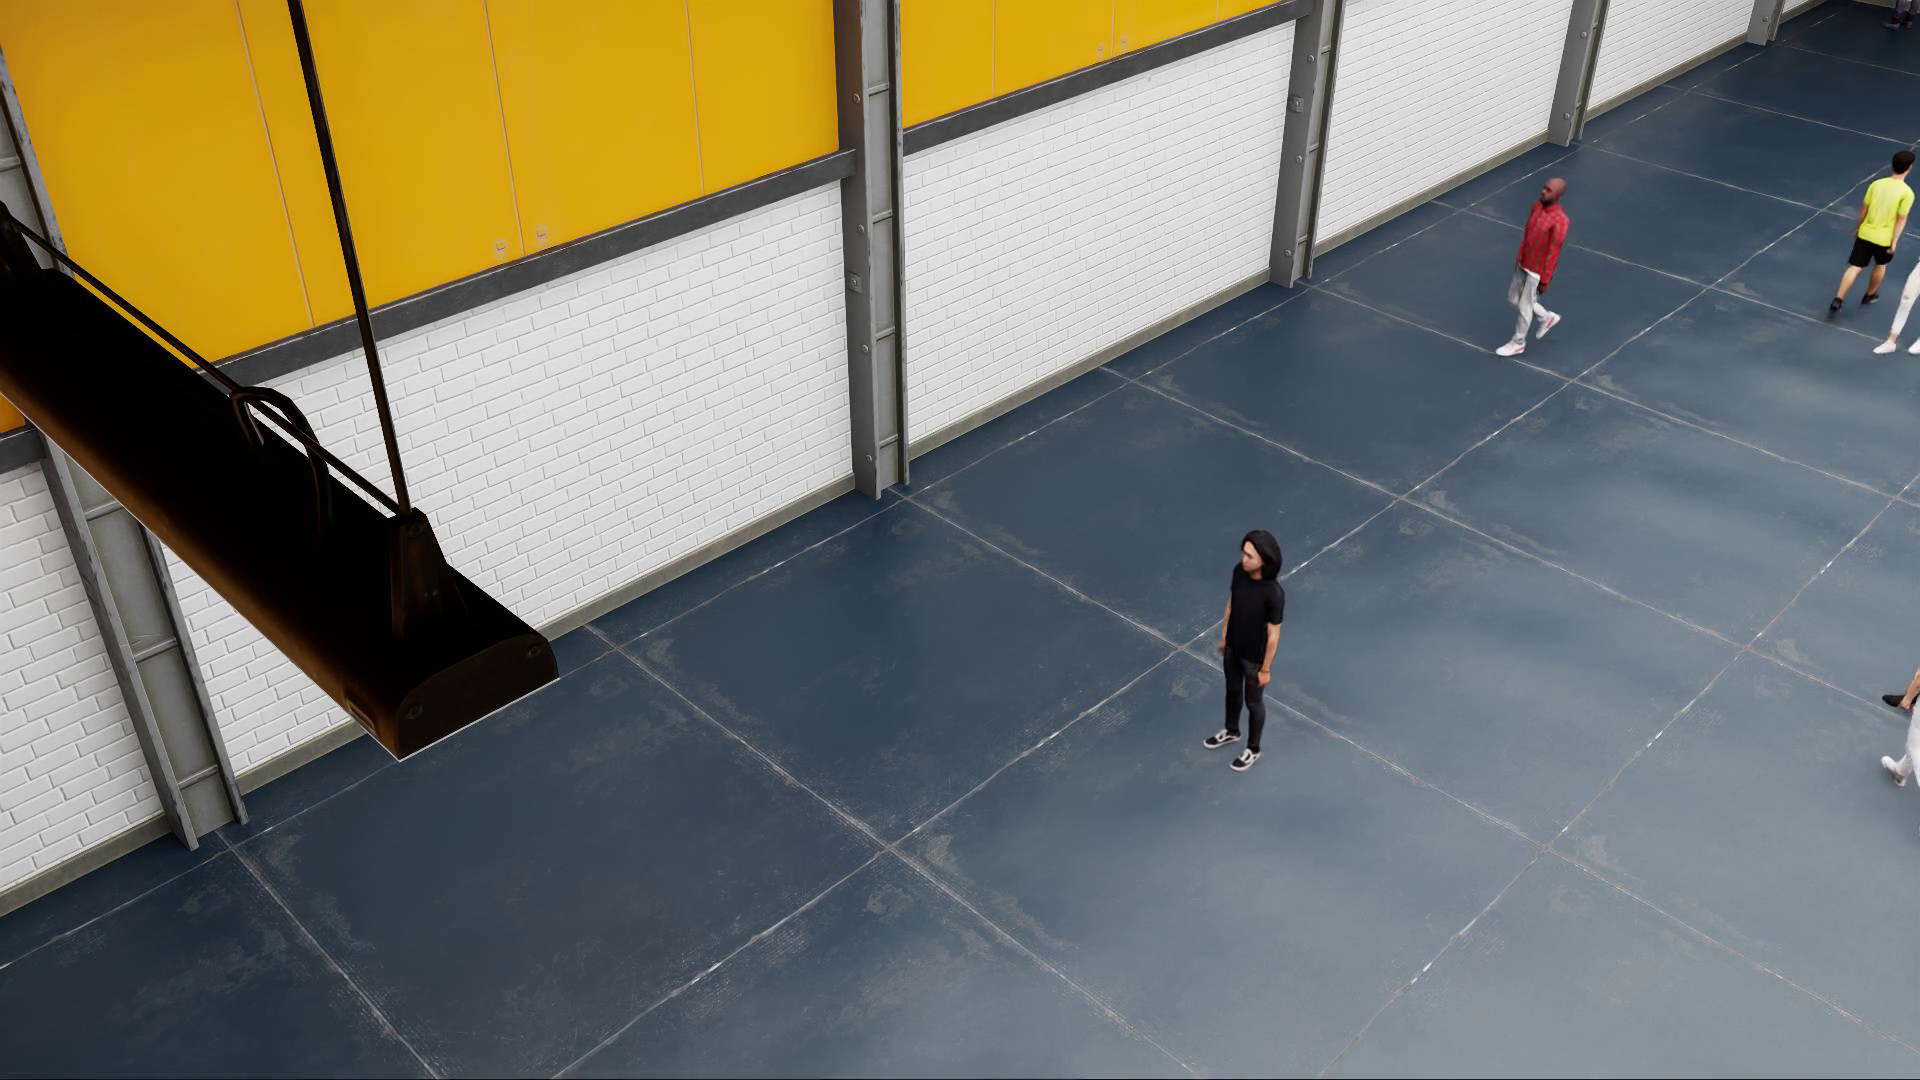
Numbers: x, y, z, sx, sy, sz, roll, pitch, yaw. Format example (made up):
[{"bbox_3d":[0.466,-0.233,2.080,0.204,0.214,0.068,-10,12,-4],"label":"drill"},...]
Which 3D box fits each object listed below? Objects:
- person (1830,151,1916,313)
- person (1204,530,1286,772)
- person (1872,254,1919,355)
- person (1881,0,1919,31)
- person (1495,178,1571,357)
[{"bbox_3d":[9.241,-3.061,16.815,1.100,1.672,0.682,-27,42,-34],"label":"person"},{"bbox_3d":[1.922,0.696,11.015,0.609,1.835,0.678,-18,38,-25],"label":"person"},{"bbox_3d":[9.471,-2.589,16.075,0.985,1.706,0.749,-19,38,-27],"label":"person"},{"bbox_3d":[14.441,-8.662,25.097,0.684,1.832,0.814,-10,35,-15],"label":"person"},{"bbox_3d":[5.635,-2.653,16.077,1.046,1.808,0.937,-7,34,-11],"label":"person"}]
